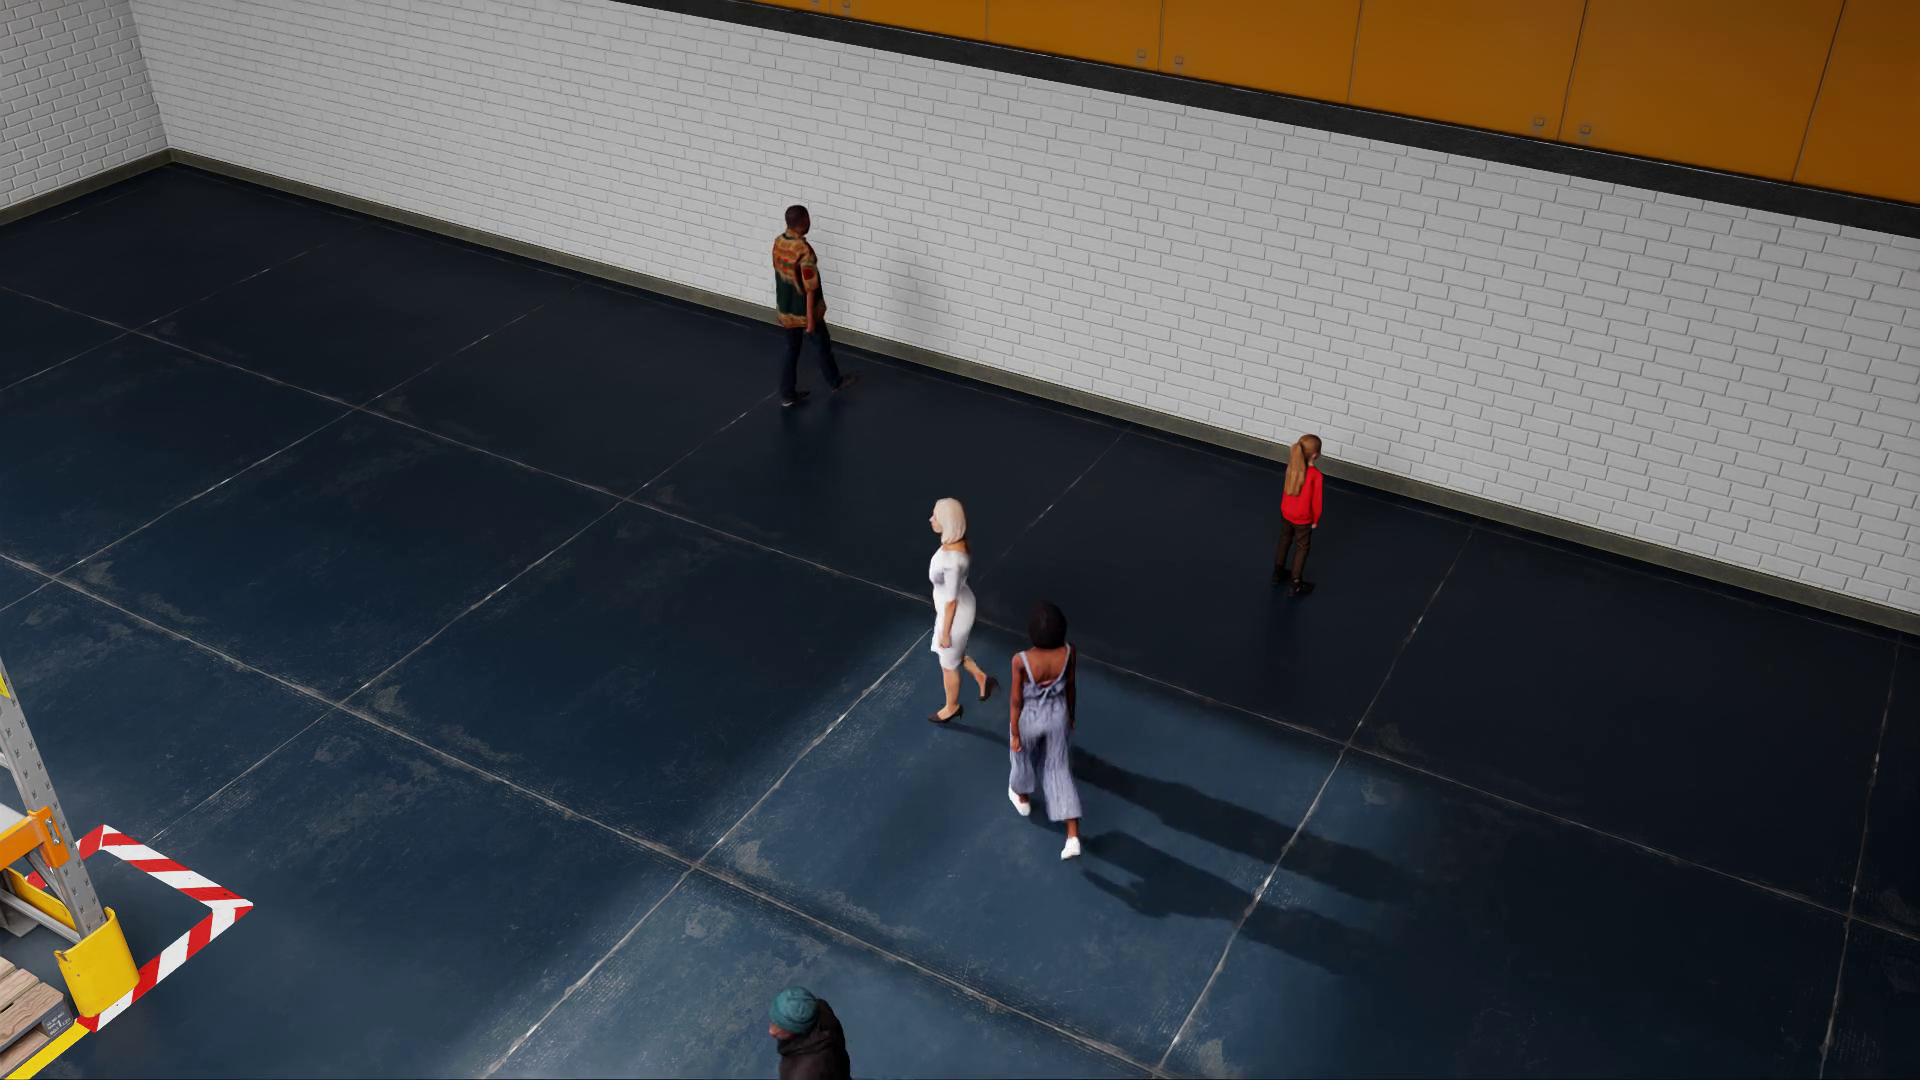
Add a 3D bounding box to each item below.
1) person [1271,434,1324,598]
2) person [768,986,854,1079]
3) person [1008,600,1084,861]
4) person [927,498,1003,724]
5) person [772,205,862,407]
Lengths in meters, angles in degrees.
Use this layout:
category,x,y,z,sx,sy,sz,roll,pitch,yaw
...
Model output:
category,x,y,z,sx,sy,sz,roll,pitch,yaw
person,2.431,-0.194,11.946,0.577,1.282,0.550,-23,40,-30
person,-0.550,2.550,7.368,0.895,1.781,0.796,6,34,8
person,0.513,1.117,9.622,1.061,1.672,1.101,-9,35,-14
person,0.037,0.467,10.539,0.810,1.739,0.777,1,34,2
person,-1.424,-1.953,14.144,1.098,1.779,0.917,-23,40,-31
